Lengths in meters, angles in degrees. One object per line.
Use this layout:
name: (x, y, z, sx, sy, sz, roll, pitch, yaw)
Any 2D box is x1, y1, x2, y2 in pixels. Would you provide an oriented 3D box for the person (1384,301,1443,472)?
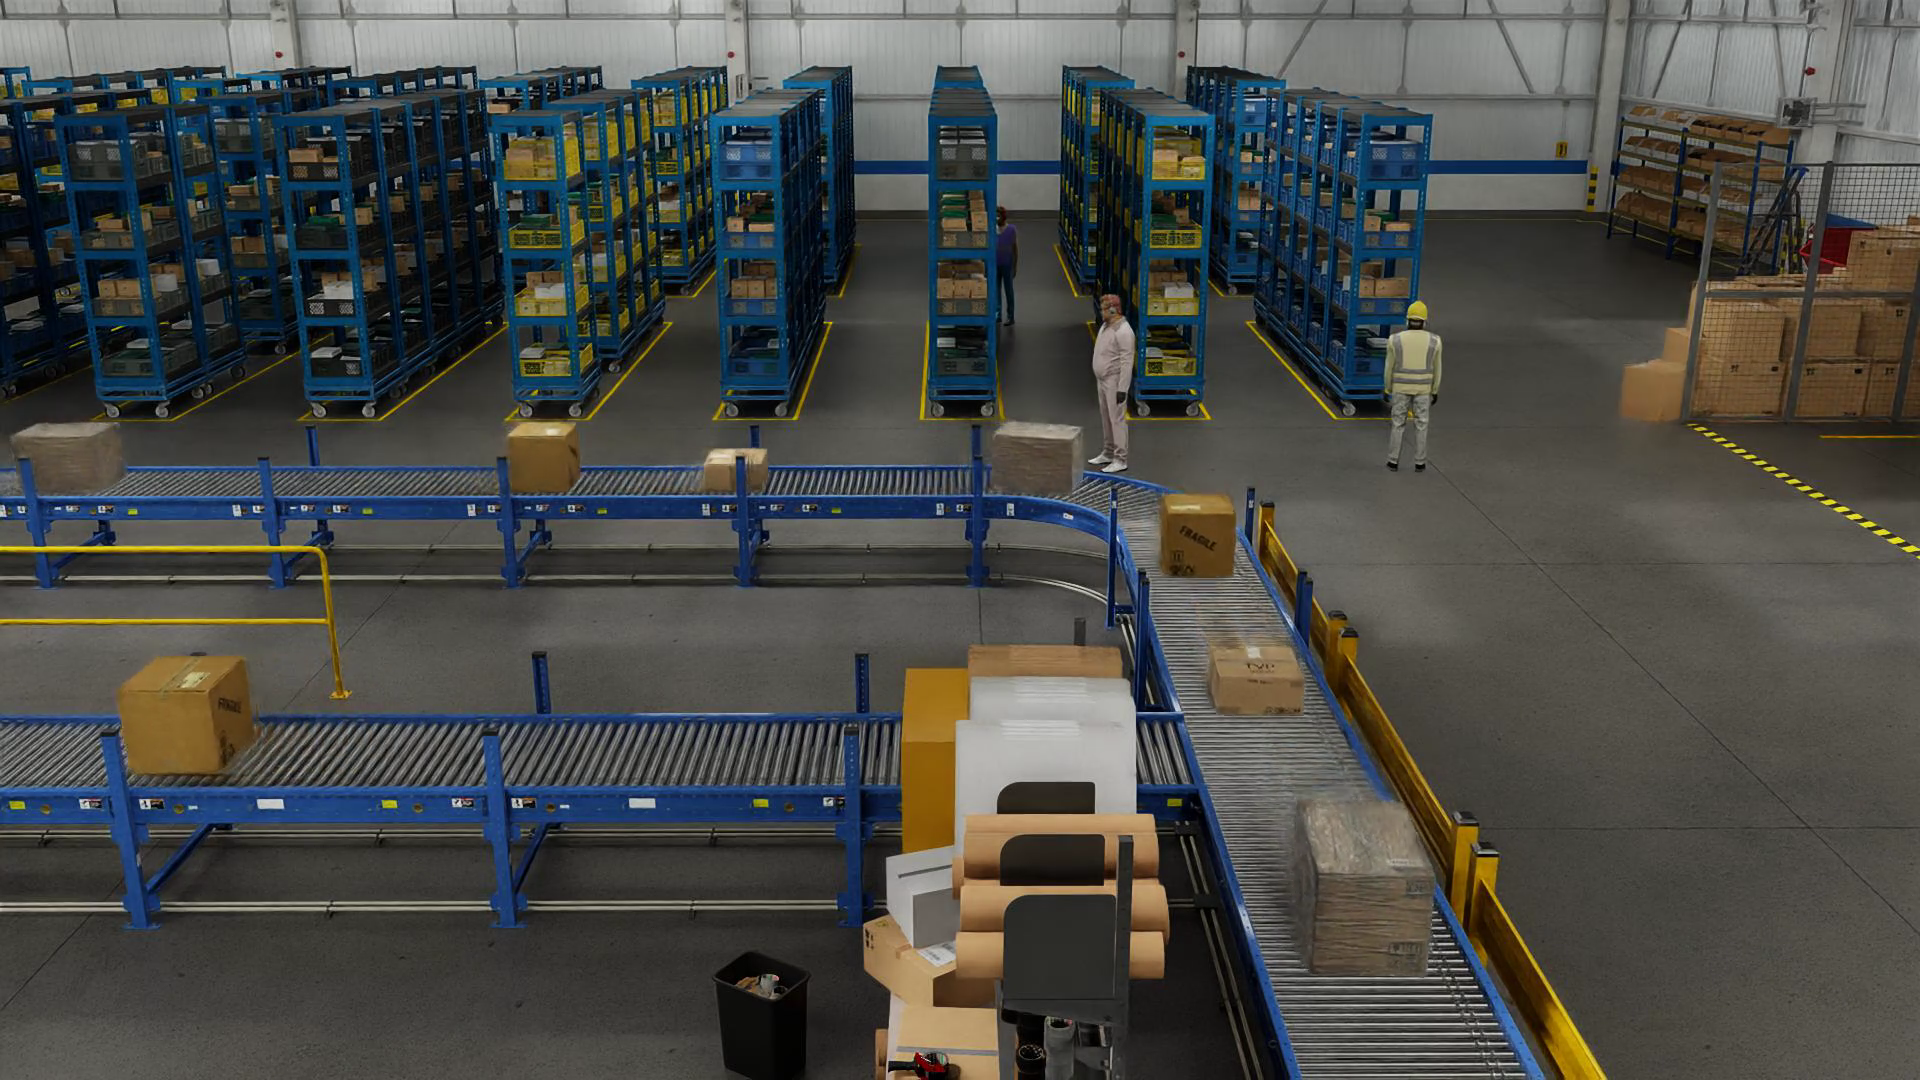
person: (4.797, -1.621, 17.665, 0.588, 1.833, 0.404, 3, 18, 10)

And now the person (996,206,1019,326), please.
person: (0.655, -4.259, 25.795, 0.579, 1.831, 0.396, 11, 21, 31)

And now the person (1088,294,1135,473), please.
person: (1.600, -1.669, 17.711, 0.402, 1.898, 0.652, -5, 19, -16)
